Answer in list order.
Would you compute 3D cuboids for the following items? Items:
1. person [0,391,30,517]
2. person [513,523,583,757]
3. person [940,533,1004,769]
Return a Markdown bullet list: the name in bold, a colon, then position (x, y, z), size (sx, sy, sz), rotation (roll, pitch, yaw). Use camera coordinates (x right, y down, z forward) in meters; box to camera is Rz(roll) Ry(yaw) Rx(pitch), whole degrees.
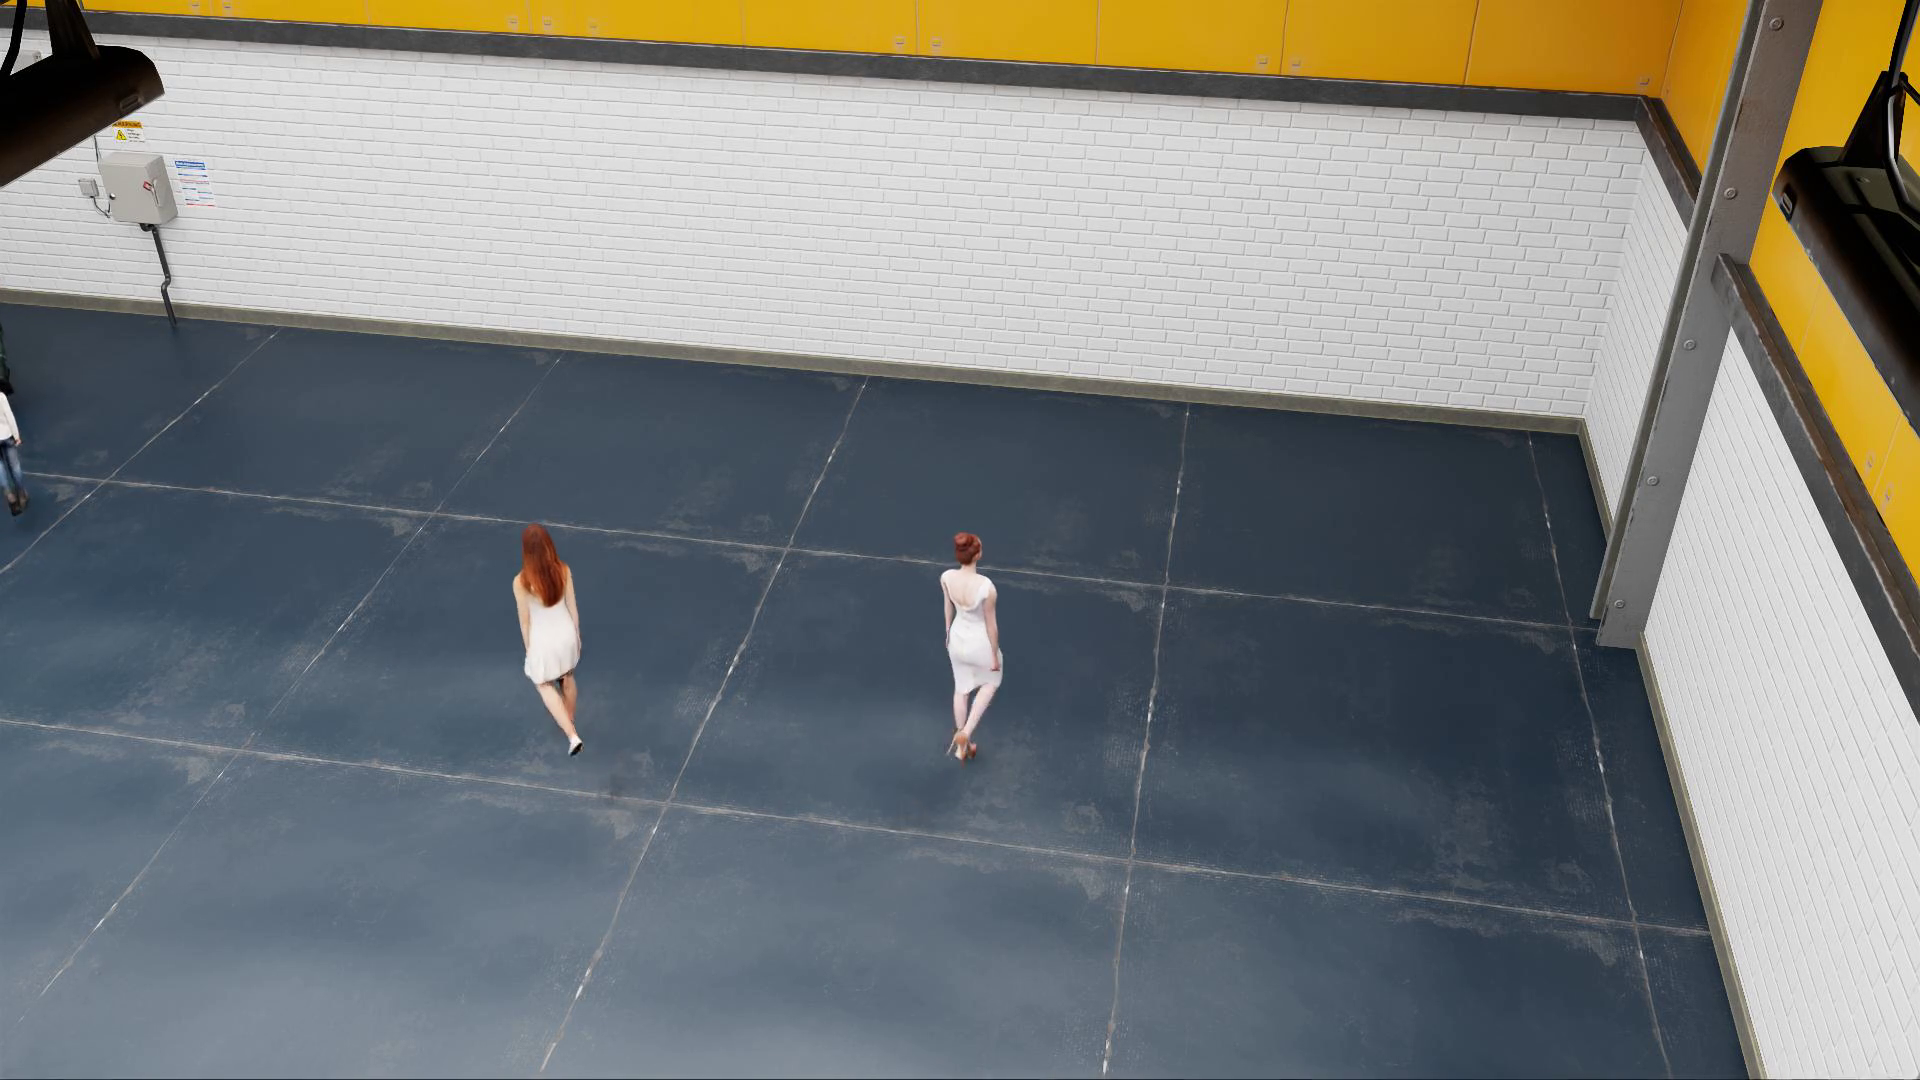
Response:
- **person**: position (-7.696, -0.775, 13.306), size (0.703, 1.307, 0.810), rotation (-15, 36, -21)
- **person**: position (-2.597, 0.693, 10.746), size (0.892, 1.696, 0.972), rotation (-19, 38, -26)
- **person**: position (0.018, 0.752, 10.577), size (0.720, 1.784, 0.797), rotation (20, 38, 27)
